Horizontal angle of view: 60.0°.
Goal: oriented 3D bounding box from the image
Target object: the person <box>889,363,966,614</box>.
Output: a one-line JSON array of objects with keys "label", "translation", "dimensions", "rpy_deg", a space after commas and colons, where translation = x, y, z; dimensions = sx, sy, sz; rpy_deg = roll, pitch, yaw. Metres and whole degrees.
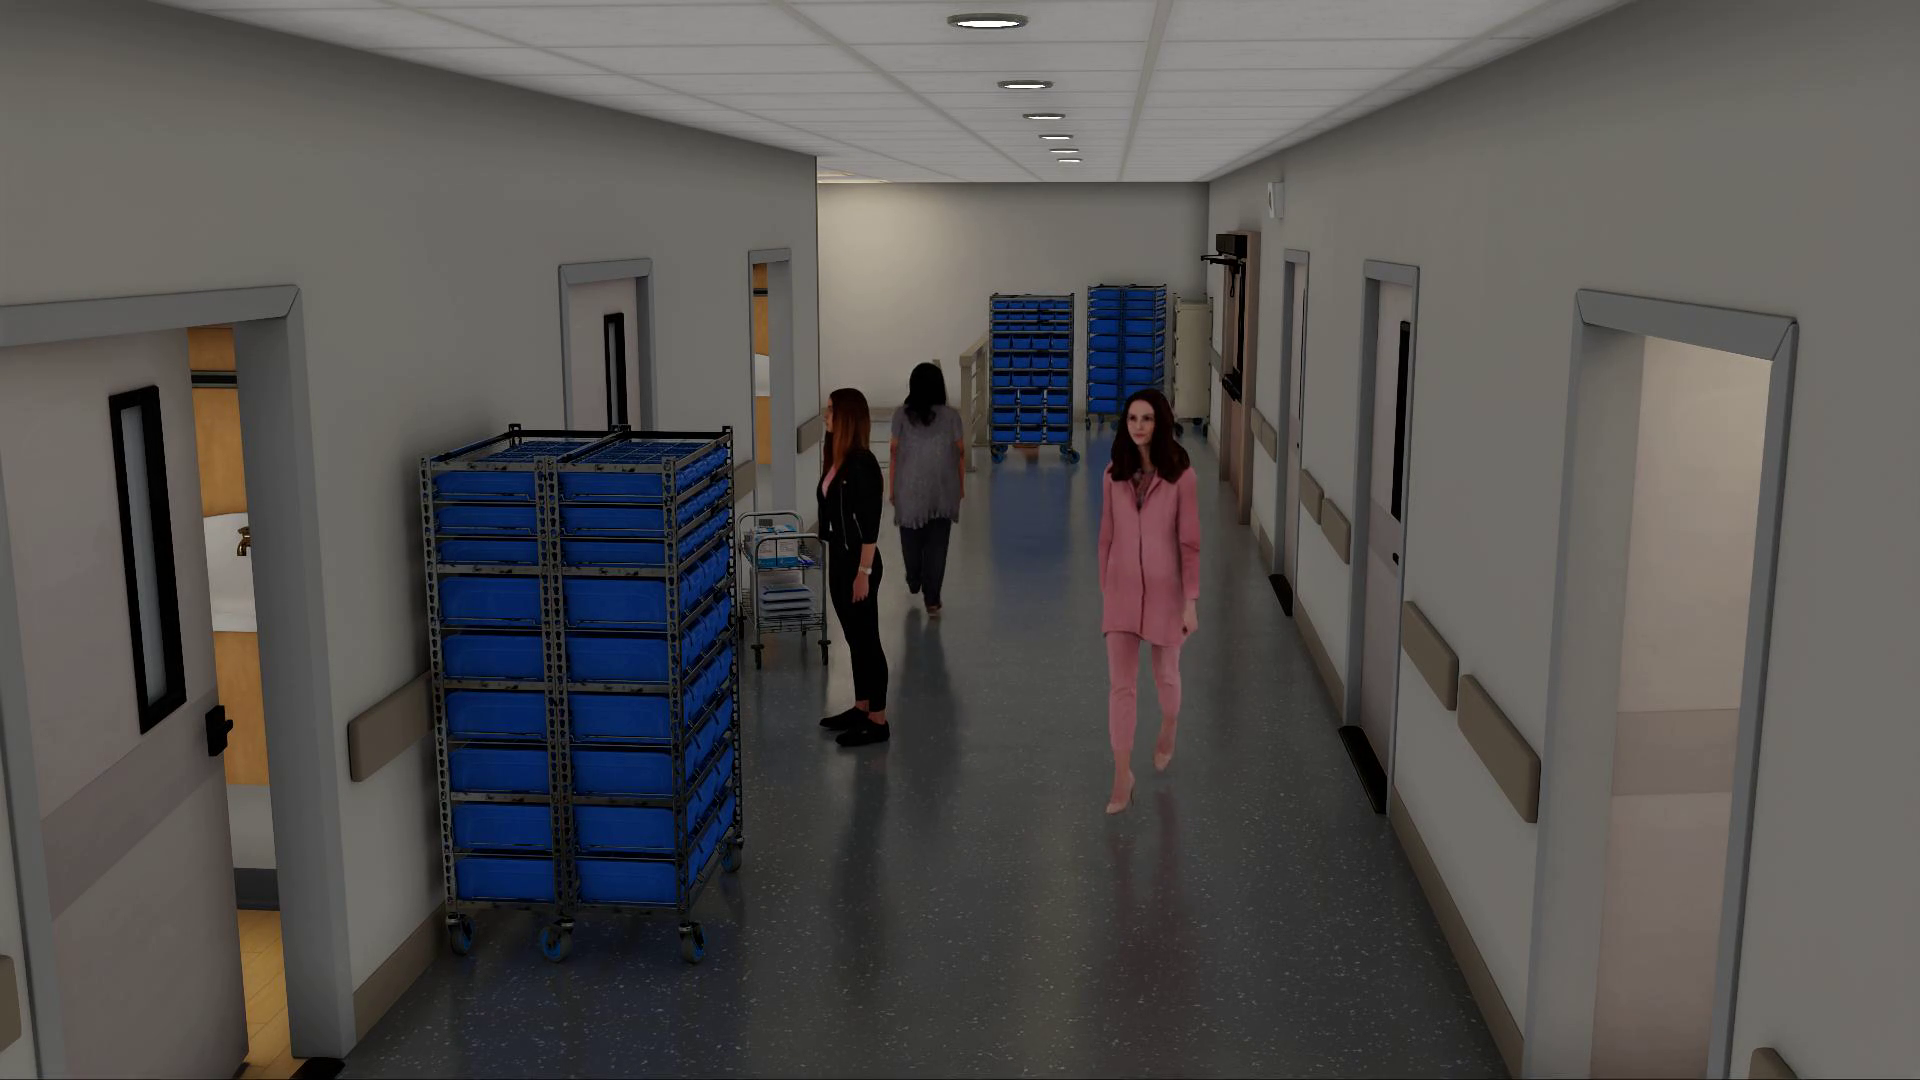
[{"label": "person", "translation": [-0.223, -0.306, 10.661], "dimensions": [0.617, 1.564, 0.984], "rpy_deg": [1, 11, 4]}]

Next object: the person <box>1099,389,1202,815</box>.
[{"label": "person", "translation": [0.851, 0.252, 7.193], "dimensions": [0.833, 1.759, 1.183], "rpy_deg": [4, 11, 20]}]

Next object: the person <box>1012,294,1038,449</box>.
[{"label": "person", "translation": [0.778, -1.905, 18.687], "dimensions": [0.704, 1.713, 0.526], "rpy_deg": [3, 11, 18]}]

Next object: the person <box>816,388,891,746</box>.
[{"label": "person", "translation": [-0.493, 0.121, 8.017], "dimensions": [0.744, 1.710, 0.610], "rpy_deg": [-4, 11, -19]}]
